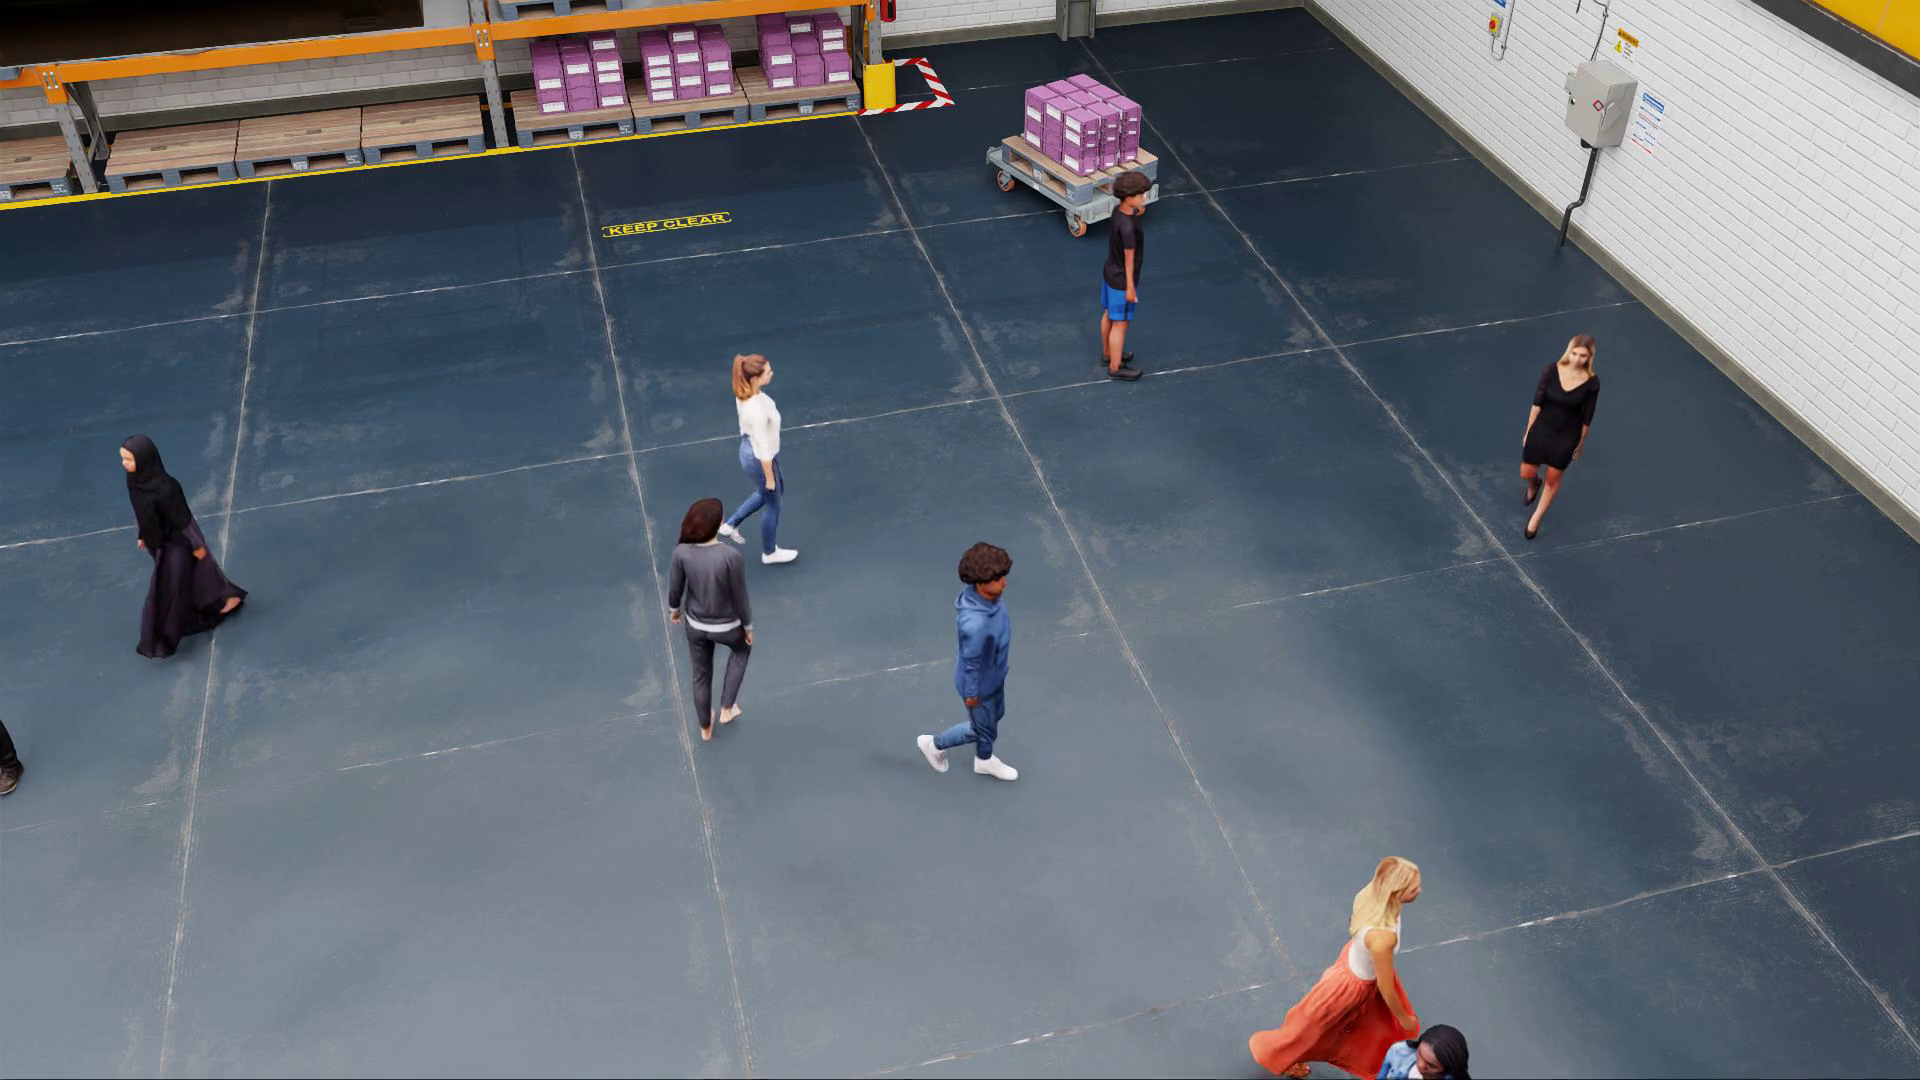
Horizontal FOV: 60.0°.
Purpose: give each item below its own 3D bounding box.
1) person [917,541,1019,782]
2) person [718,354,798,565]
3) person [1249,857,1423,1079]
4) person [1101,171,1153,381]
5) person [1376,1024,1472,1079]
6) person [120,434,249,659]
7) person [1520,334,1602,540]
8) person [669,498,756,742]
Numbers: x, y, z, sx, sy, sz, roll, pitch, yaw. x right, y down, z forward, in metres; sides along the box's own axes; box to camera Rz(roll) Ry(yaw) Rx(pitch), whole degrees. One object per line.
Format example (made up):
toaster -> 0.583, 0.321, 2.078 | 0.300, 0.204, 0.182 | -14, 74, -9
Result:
person -> 0.053, 0.747, 9.822 | 0.993, 1.793, 0.903 | 11, 40, 14
person -> -1.462, -0.527, 11.486 | 0.766, 1.707, 0.627 | -7, 39, -9
person -> 1.830, 2.156, 8.098 | 1.307, 1.741, 1.125 | 13, 40, 16
person -> 1.301, -2.140, 13.436 | 0.586, 1.793, 0.624 | -5, 39, -6
person -> 2.020, 2.695, 7.447 | 0.675, 1.712, 0.707 | 26, 45, 29
person -> -5.134, -0.050, 10.969 | 1.024, 1.606, 1.165 | 26, 45, 29
person -> 4.246, -0.773, 11.825 | 0.746, 1.668, 0.804 | 19, 42, 22
person -> -1.498, 0.547, 10.104 | 0.749, 1.753, 0.883 | 3, 39, 4
